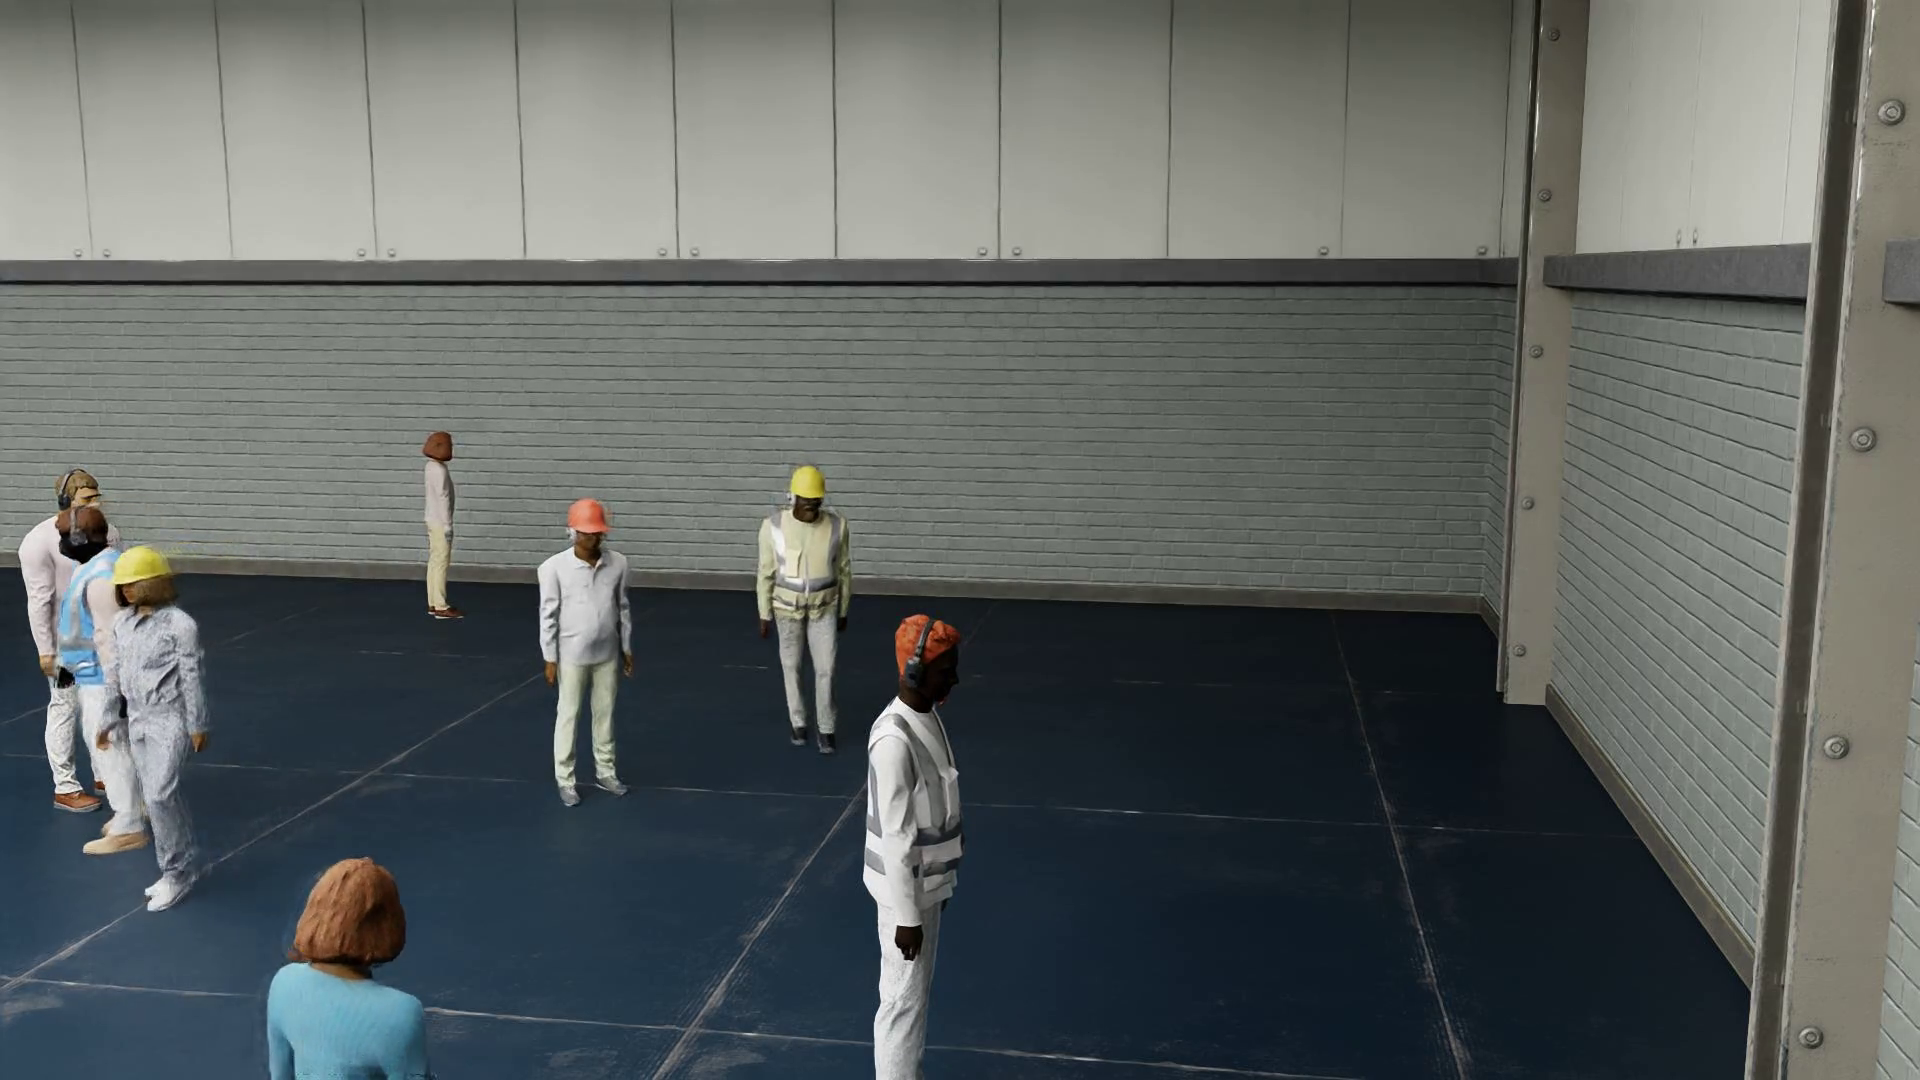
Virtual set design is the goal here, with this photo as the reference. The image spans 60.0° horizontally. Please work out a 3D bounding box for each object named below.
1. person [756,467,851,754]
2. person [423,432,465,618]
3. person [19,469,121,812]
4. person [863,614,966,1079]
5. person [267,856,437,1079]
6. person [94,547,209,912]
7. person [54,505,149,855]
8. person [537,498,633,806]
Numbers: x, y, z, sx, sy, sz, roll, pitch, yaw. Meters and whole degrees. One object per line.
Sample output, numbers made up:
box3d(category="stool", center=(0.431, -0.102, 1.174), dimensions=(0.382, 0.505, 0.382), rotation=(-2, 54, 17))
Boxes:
box3d(category="person", center=(-0.975, 0.446, 10.454), dimensions=(0.605, 1.806, 0.716), rotation=(-1, 9, -7))
box3d(category="person", center=(-4.543, -0.134, 14.576), dimensions=(0.268, 1.632, 0.507), rotation=(-5, 11, -29))
box3d(category="person", center=(-4.957, 0.559, 9.398), dimensions=(0.375, 1.933, 0.625), rotation=(3, 10, 20))
box3d(category="person", center=(-0.144, 1.183, 5.673), dimensions=(0.355, 1.887, 0.573), rotation=(1, 9, 7))
box3d(category="person", center=(-1.460, 1.573, 4.106), dimensions=(0.503, 1.623, 0.350), rotation=(6, 11, 32))
box3d(category="person", center=(-3.900, 0.897, 7.931), dimensions=(0.498, 1.729, 0.558), rotation=(4, 10, 23))
box3d(category="person", center=(-4.500, 0.715, 8.773), dimensions=(0.432, 1.823, 0.627), rotation=(-5, 10, -26))
box3d(category="person", center=(-2.120, 0.627, 9.516), dimensions=(0.572, 1.749, 0.342), rotation=(-8, 12, -39))
